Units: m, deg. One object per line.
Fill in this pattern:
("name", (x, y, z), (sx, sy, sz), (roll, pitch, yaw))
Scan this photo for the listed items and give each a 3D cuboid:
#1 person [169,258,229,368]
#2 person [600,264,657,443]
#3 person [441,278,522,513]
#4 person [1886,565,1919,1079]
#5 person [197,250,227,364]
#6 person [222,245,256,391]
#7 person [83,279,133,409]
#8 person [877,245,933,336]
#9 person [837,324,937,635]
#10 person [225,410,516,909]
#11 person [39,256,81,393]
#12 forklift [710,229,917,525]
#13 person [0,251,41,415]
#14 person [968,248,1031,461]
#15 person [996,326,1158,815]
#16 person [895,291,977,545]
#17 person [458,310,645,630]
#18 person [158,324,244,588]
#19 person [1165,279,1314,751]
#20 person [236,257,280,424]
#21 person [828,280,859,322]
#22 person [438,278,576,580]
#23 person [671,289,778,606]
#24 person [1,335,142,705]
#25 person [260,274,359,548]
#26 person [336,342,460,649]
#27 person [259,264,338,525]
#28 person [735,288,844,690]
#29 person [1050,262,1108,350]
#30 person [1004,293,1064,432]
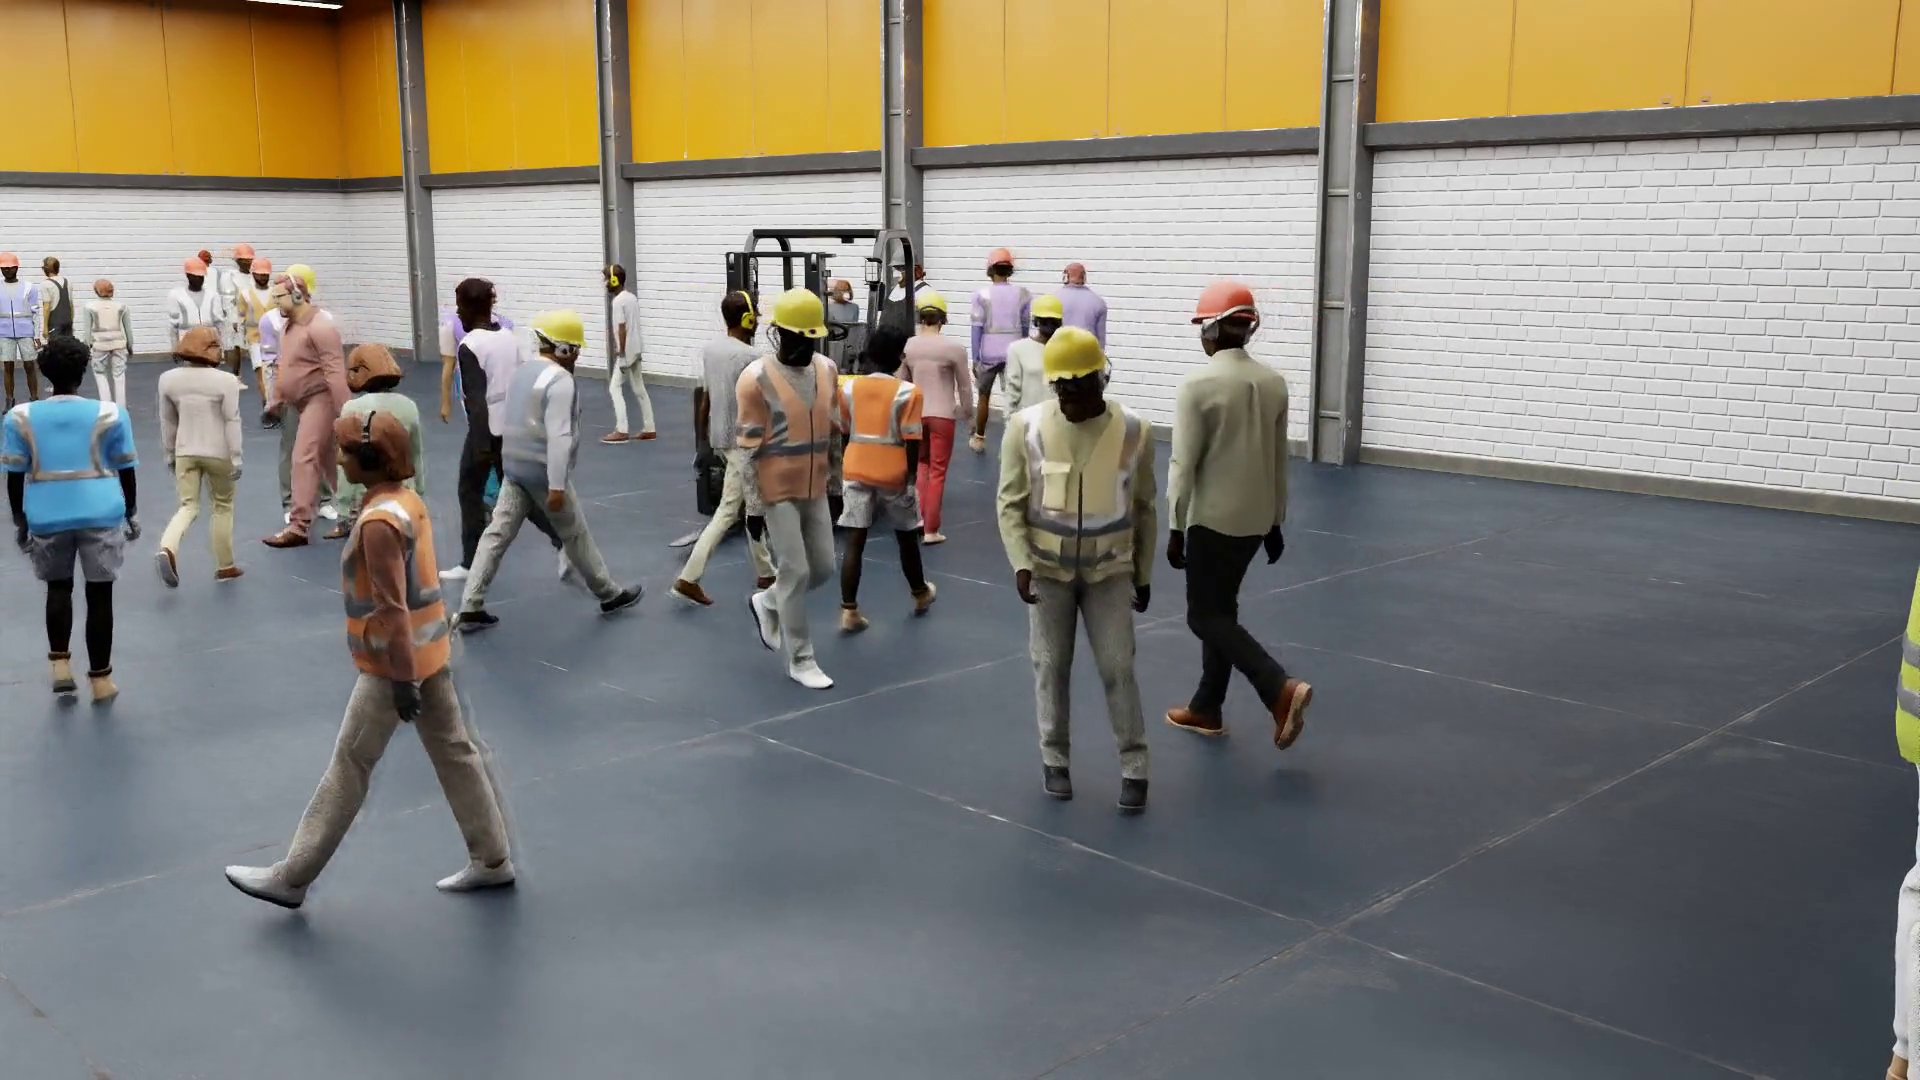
("person", (-8.407, -2.171, 18.421), (0.556, 1.876, 1.017), (-8, 13, -39))
("person", (-3.450, -1.920, 17.185), (0.451, 1.838, 0.593), (2, 11, 12))
("person", (-3.530, -1.066, 12.562), (0.720, 1.806, 0.721), (8, 13, 36))
("person", (2.426, 0.512, 3.894), (0.430, 1.845, 0.624), (5, 12, 27))
("person", (-12.452, -3.849, 27.568), (0.575, 1.883, 0.355), (-9, 14, -40))
("person", (-9.662, -2.999, 22.629), (1.050, 1.984, 0.617), (8, 13, 39))
("person", (-10.018, -2.254, 19.562), (0.552, 1.624, 0.442), (-9, 13, -39))
("person", (-0.531, -1.731, 15.584), (0.538, 2.000, 0.684), (-8, 13, -38))
("person", (-0.418, -0.346, 9.079), (0.544, 1.642, 0.860), (4, 11, 20))
("person", (-1.861, 0.387, 5.256), (0.882, 1.588, 0.529), (-1, 10, -5))
("person", (-12.242, -2.919, 22.595), (0.328, 1.844, 0.514), (3, 11, 17))
("forklift", (-1.050, -1.319, 12.920), (1.214, 2.155, 2.313), (2, 11, 13))
("person", (-11.246, -2.454, 19.807), (0.545, 1.938, 0.361), (-4, 11, -23))
("person", (0.354, -1.771, 15.893), (0.613, 2.001, 0.975), (-2, 11, -13))
("person", (0.439, 0.114, 6.188), (0.607, 1.793, 0.519), (0, 10, 3))
("person", (-0.171, -0.845, 11.548), (0.532, 1.745, 0.523), (5, 11, 23))
("person", (-2.289, -0.375, 9.084), (1.085, 1.731, 0.606), (-10, 14, -44))
("person", (-4.606, -0.494, 10.056), (0.509, 1.609, 0.676), (0, 10, 1))
("person", (1.170, -0.079, 6.827), (0.607, 1.961, 0.811), (-9, 13, -39))
("person", (-7.918, -2.274, 18.979), (0.555, 1.886, 0.994), (-7, 13, -35))
("person", (-1.323, -2.224, 19.451), (0.531, 1.596, 0.785), (-7, 13, -34))
("person", (-2.794, -0.658, 10.180), (0.894, 1.886, 0.599), (3, 11, 14))
("person", (-1.339, -0.542, 9.700), (0.950, 1.831, 0.504), (-9, 14, -40))
("person", (-4.031, -0.084, 7.596), (0.543, 1.684, 0.426), (-3, 11, -16))
("person", (-4.565, -0.894, 11.517), (0.879, 1.860, 0.642), (-8, 13, -38))
("person", (-2.796, -0.176, 8.269), (0.692, 1.603, 0.548), (4, 11, 22))
("person", (-4.865, -1.078, 12.361), (0.585, 1.917, 0.381), (-10, 14, -43))
("person", (-0.831, -0.245, 7.885), (0.670, 1.889, 0.640), (9, 14, 42))
("person", (1.066, -1.714, 15.943), (0.680, 1.872, 0.429), (-1, 10, -5))
("person", (0.568, -0.831, 11.471), (0.536, 1.744, 0.626), (0, 10, 0))
